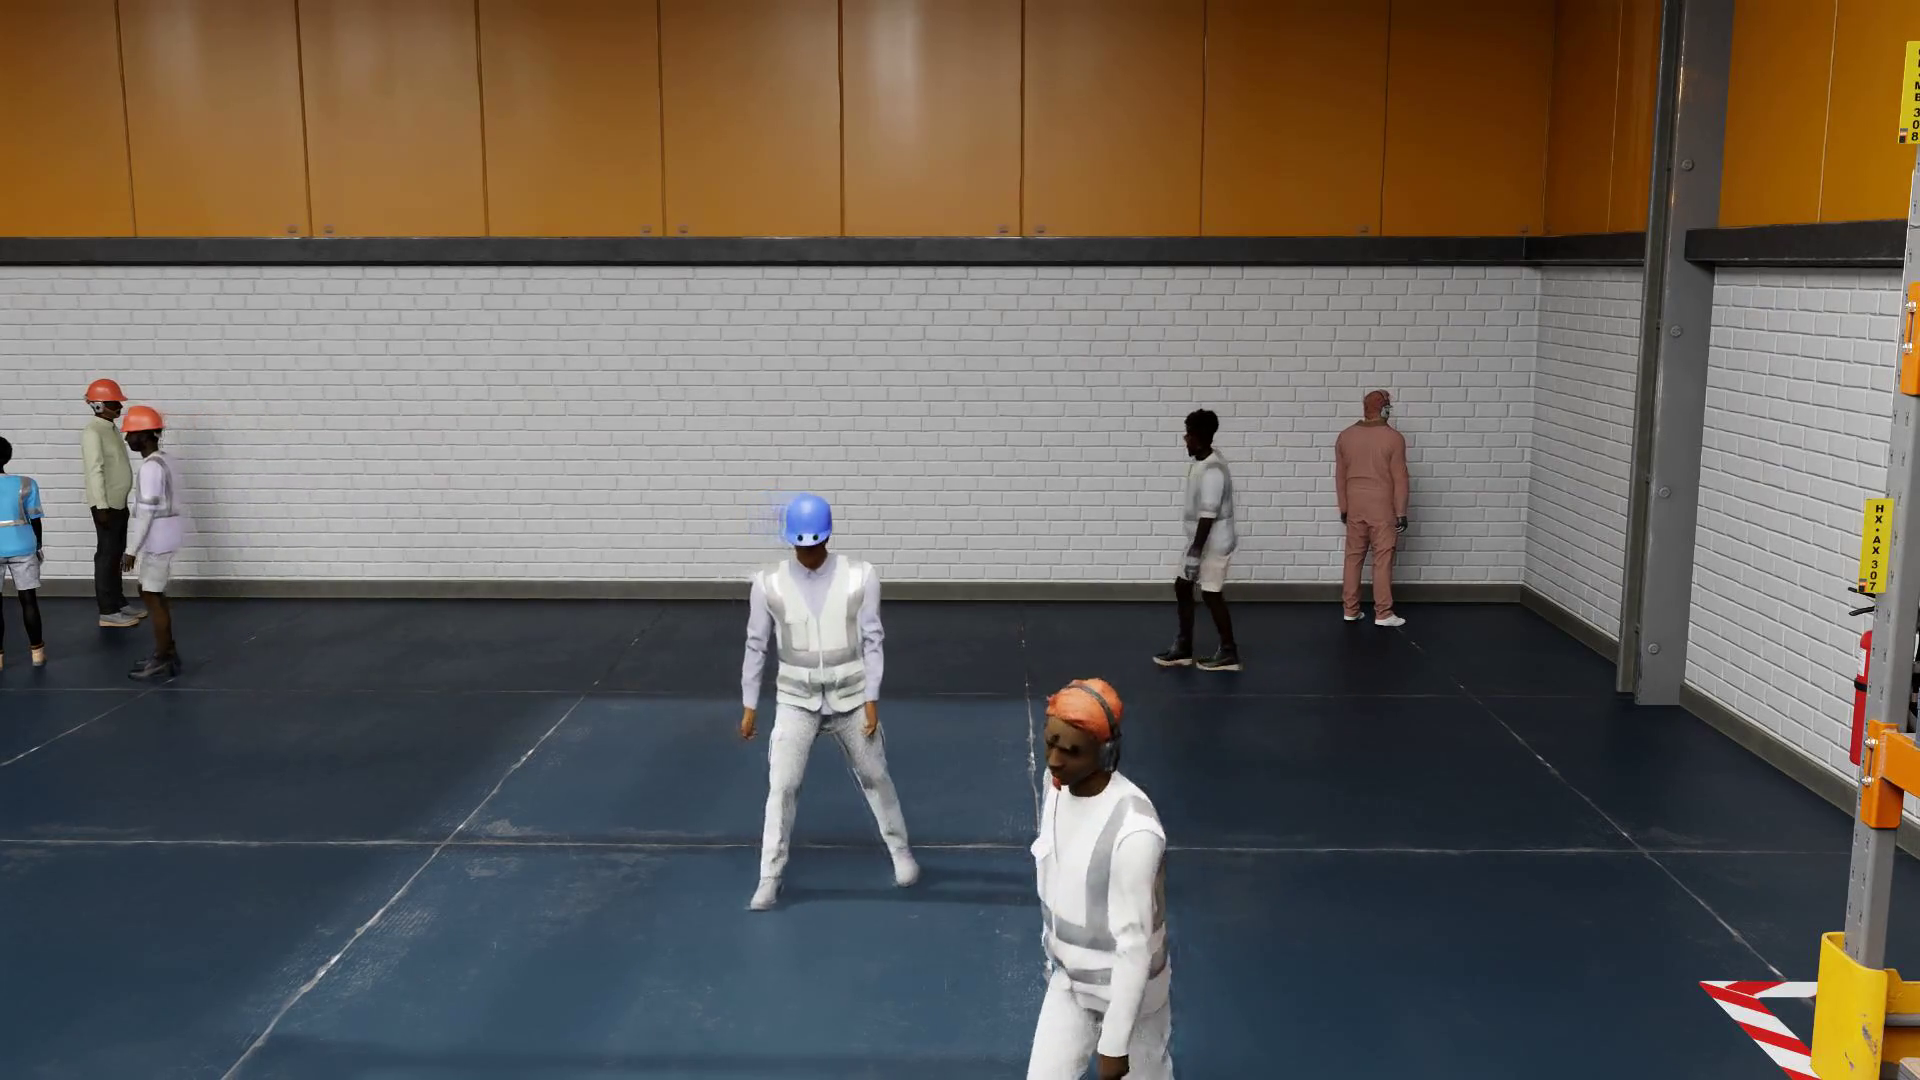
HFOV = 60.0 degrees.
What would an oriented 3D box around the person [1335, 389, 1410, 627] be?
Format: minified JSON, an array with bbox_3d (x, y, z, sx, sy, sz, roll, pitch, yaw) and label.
[{"bbox_3d":[3.341,-0.256,13.406,0.406,1.911,0.636,-9,13,-43],"label":"person"}]

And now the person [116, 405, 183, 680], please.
[{"bbox_3d":[-5.682,0.024,11.659,0.422,1.932,0.563,-4,10,-20],"label":"person"}]

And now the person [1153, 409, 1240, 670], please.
[{"bbox_3d":[1.694,0.013,11.772,0.699,1.910,0.694,-1,10,-5],"label":"person"}]

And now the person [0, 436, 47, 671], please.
[{"bbox_3d":[-6.858,0.094,11.942,0.535,1.697,0.318,-7,12,-36],"label":"person"}]

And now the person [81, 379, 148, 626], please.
[{"bbox_3d":[-6.855,-0.306,13.443,0.384,1.993,0.623,-2,10,-13],"label":"person"}]

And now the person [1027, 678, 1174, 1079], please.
[{"bbox_3d":[0.392,1.246,4.695,0.975,1.813,0.638,-5,11,-26],"label":"person"}]

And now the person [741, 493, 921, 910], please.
[{"bbox_3d":[-0.598,0.717,7.622,0.807,1.904,0.568,-1,9,-4],"label":"person"}]
